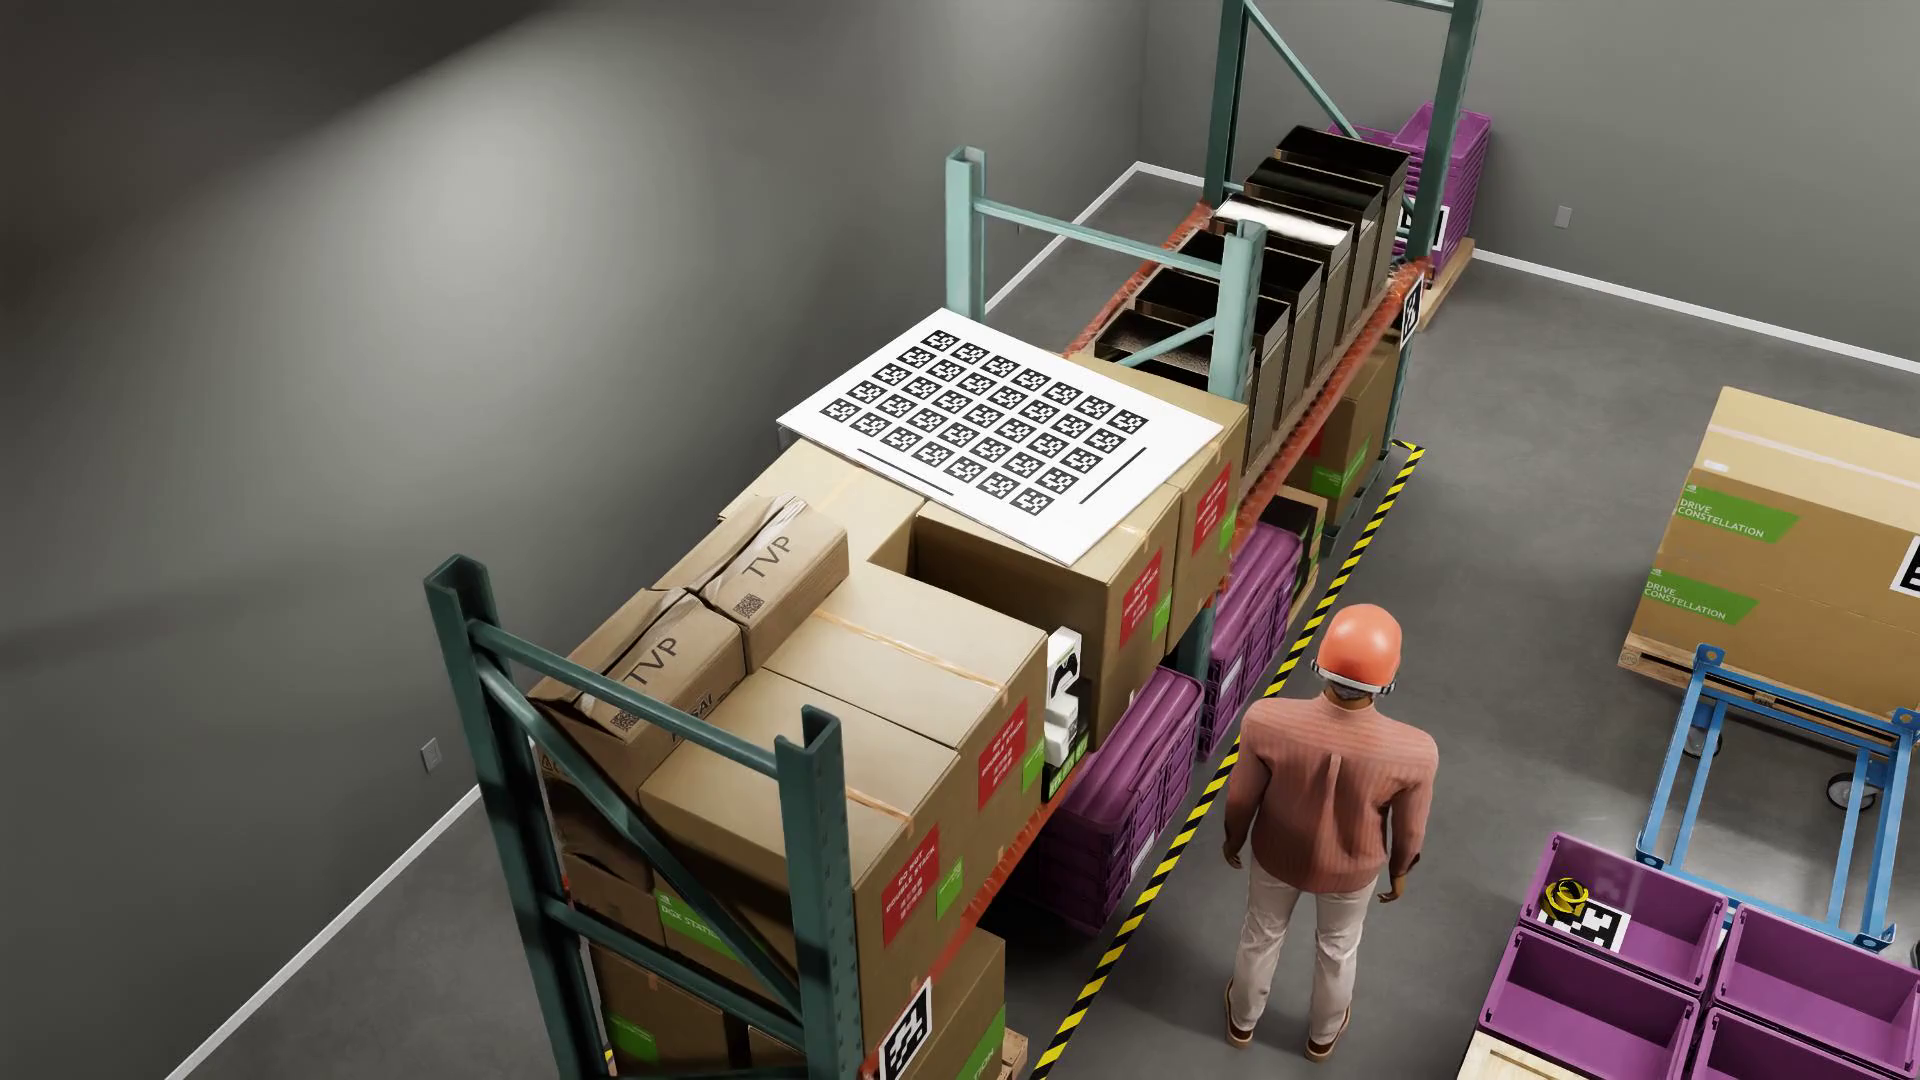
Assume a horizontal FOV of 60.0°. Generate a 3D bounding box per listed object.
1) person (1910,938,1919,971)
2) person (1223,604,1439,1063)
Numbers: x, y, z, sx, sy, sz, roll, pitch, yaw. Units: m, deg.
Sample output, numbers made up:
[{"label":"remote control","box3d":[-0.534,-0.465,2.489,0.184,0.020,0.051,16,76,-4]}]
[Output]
[{"label":"person","box3d":[3.713,0.937,5.561,0.600,1.829,0.404,23,45,25]},{"label":"person","box3d":[1.158,0.987,5.377,0.622,1.993,0.383,10,41,12]}]
